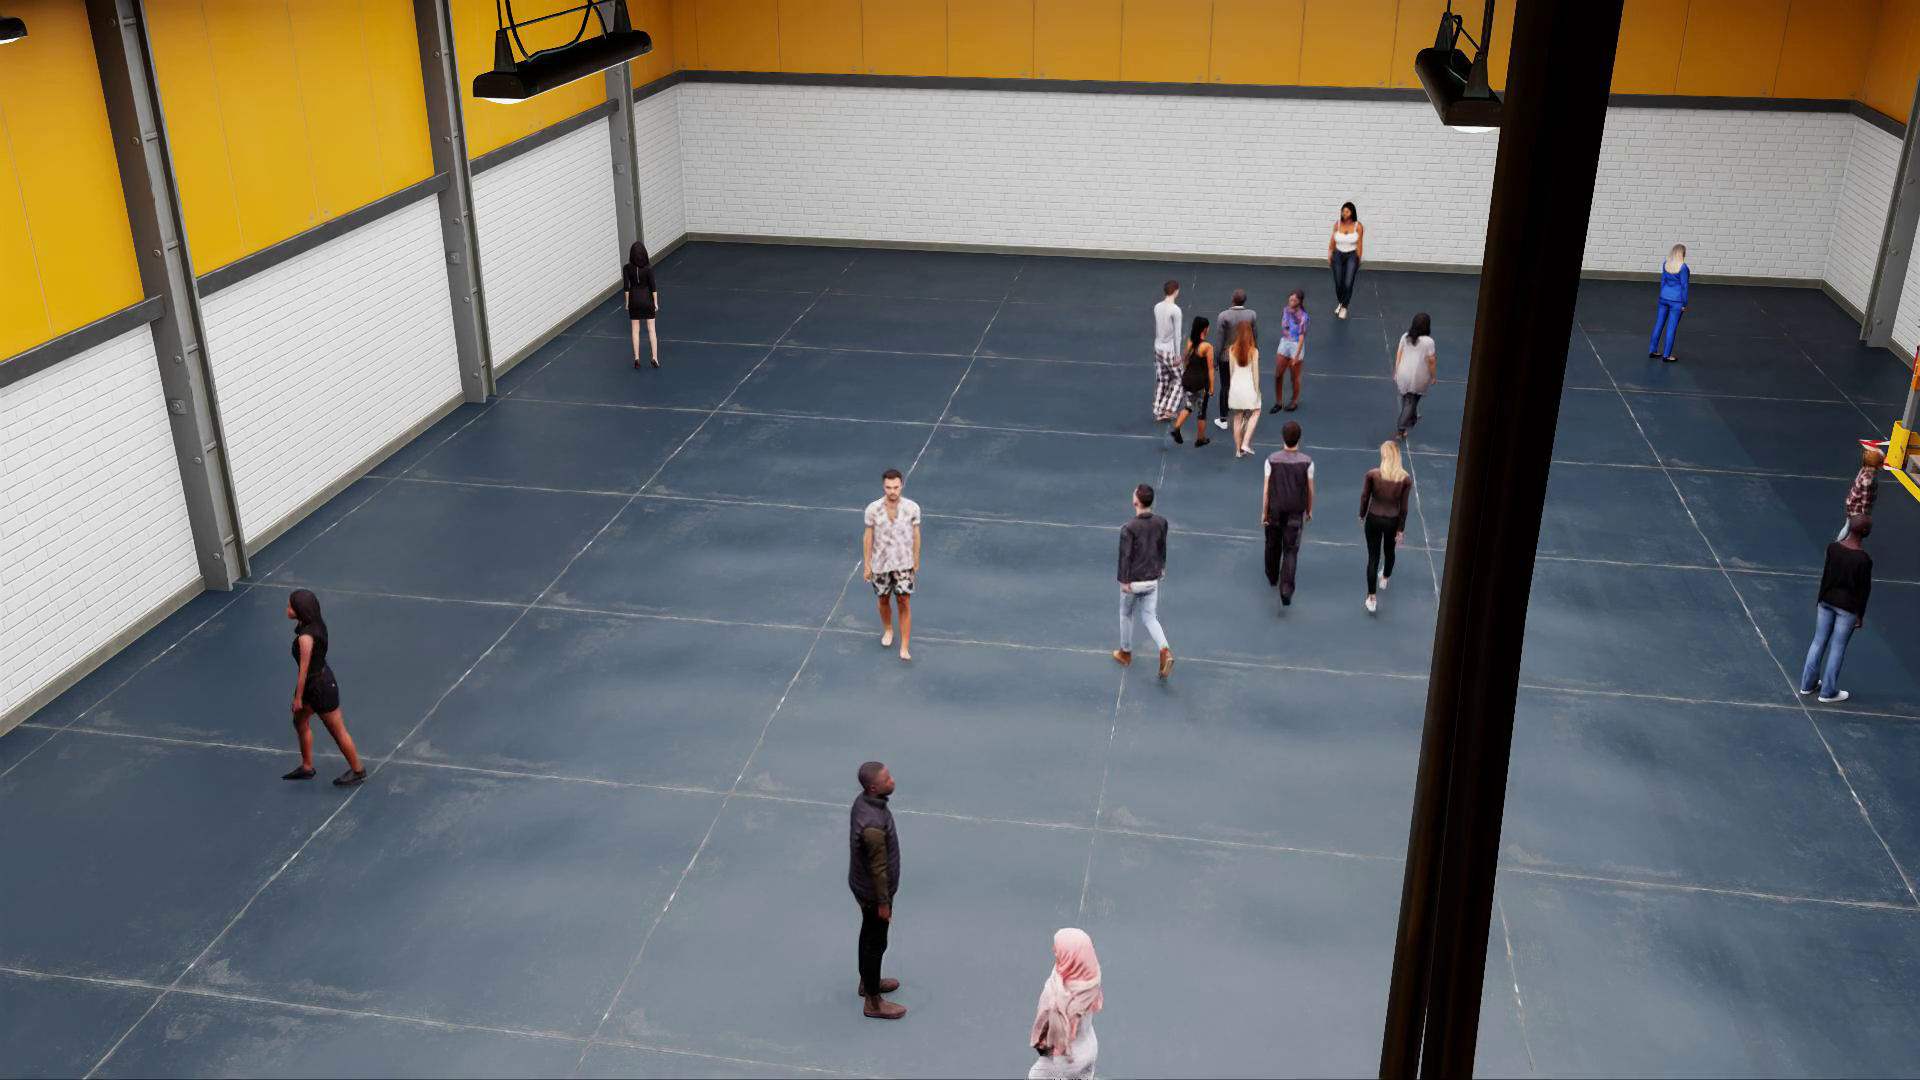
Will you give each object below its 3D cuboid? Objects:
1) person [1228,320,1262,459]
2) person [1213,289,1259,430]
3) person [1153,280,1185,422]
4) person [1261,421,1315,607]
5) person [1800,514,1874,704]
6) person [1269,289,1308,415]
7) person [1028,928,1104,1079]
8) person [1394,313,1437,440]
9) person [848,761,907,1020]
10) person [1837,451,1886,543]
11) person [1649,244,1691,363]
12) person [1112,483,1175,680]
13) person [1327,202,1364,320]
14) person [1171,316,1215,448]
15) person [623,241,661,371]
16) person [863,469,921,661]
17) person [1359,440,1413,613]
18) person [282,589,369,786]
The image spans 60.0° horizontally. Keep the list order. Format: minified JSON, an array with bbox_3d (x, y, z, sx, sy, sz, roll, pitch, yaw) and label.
[{"bbox_3d":[3.382,-1.794,20.116,0.708,1.695,0.766,16,28,32],"label":"person"},{"bbox_3d":[3.490,-2.302,21.122,0.771,1.821,0.695,-2,24,-4],"label":"person"},{"bbox_3d":[2.591,-2.395,21.325,0.888,1.828,0.830,-15,28,-31],"label":"person"},{"bbox_3d":[3.211,-0.228,16.388,0.660,1.812,1.146,5,24,12],"label":"person"},{"bbox_3d":[7.720,0.587,14.602,0.739,1.750,0.657,-12,26,-25],"label":"person"},{"bbox_3d":[4.336,-2.455,21.623,0.901,1.700,0.827,-15,28,-31],"label":"person"},{"bbox_3d":[0.677,2.917,9.246,0.978,1.770,1.088,15,28,31],"label":"person"},{"bbox_3d":[5.627,-2.022,20.800,0.967,1.566,1.102,22,32,40],"label":"person"},{"bbox_3d":[-0.553,2.230,10.737,0.816,1.835,0.628,-3,24,-7],"label":"person"},{"bbox_3d":[9.345,-0.362,17.352,0.761,1.286,0.482,4,24,8],"label":"person"},{"bbox_3d":[10.172,-3.404,23.793,0.768,1.701,0.681,-11,26,-24],"label":"person"},{"bbox_3d":[1.671,0.399,14.954,1.057,1.812,1.164,-12,26,-26],"label":"person"},{"bbox_3d":[6.030,-4.379,25.918,0.827,1.784,1.007,12,26,25],"label":"person"},{"bbox_3d":[2.847,-1.933,20.476,0.969,1.662,0.894,-16,28,-33],"label":"person"},{"bbox_3d":[-4.493,-3.296,23.420,0.641,1.802,0.564,-1,24,-1],"label":"person"},{"bbox_3d":[-0.645,0.172,15.505,0.757,1.788,1.016,0,24,1],"label":"person"},{"bbox_3d":[4.134,-0.105,16.302,0.622,1.655,1.063,4,24,9],"label":"person"},{"bbox_3d":[-5.013,1.192,13.260,0.924,1.716,0.930,-10,25,-21],"label":"person"}]
